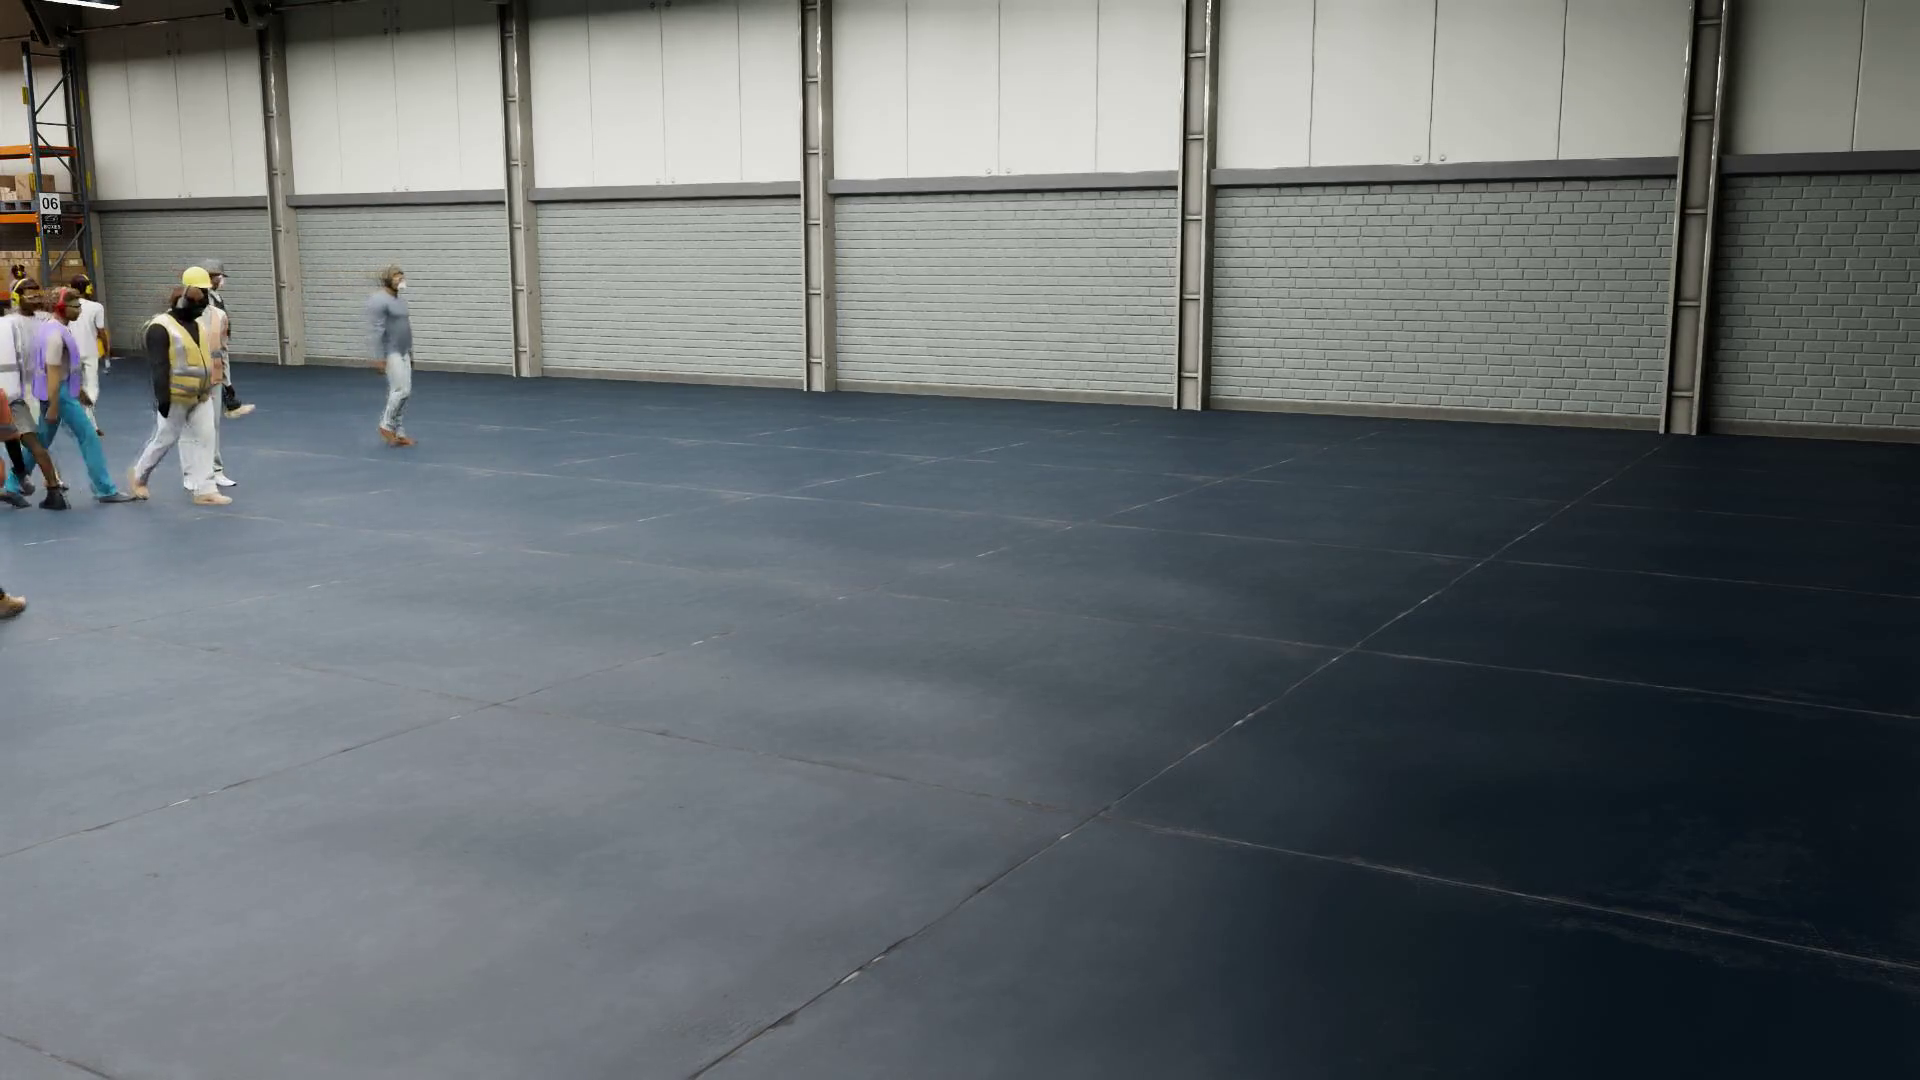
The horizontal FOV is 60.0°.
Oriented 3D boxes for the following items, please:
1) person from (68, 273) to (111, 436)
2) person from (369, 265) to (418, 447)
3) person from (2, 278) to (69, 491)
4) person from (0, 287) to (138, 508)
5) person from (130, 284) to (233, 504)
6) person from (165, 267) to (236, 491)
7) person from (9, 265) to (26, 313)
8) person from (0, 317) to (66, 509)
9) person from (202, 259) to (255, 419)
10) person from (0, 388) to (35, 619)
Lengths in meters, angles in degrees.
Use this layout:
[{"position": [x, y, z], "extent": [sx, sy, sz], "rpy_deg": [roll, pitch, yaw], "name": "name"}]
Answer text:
[{"position": [-9.693, -2.015, 18.346], "extent": [0.524, 1.846, 0.807], "rpy_deg": [-1, 10, -4], "name": "person"}, {"position": [-5.932, -1.926, 17.536], "extent": [0.435, 1.928, 0.652], "rpy_deg": [1, 10, 7], "name": "person"}, {"position": [-8.072, -1.353, 14.442], "extent": [0.760, 1.837, 0.573], "rpy_deg": [6, 11, 31], "name": "person"}, {"position": [-7.270, -1.138, 13.361], "extent": [0.994, 1.787, 0.581], "rpy_deg": [-7, 12, -36], "name": "person"}, {"position": [-6.413, -1.186, 13.591], "extent": [0.865, 1.804, 0.628], "rpy_deg": [3, 10, 16], "name": "person"}, {"position": [-6.595, -1.402, 14.476], "extent": [0.383, 1.928, 0.588], "rpy_deg": [6, 12, 33], "name": "person"}, {"position": [-17.902, -4.281, 31.623], "extent": [0.592, 1.866, 0.543], "rpy_deg": [9, 13, 43], "name": "person"}, {"position": [-7.681, -1.149, 13.218], "extent": [1.114, 1.856, 0.568], "rpy_deg": [3, 10, 18], "name": "person"}, {"position": [-9.335, -2.506, 20.614], "extent": [1.037, 2.000, 0.711], "rpy_deg": [-2, 10, -13], "name": "person"}, {"position": [-5.319, -0.309, 8.914], "extent": [0.527, 1.646, 0.903], "rpy_deg": [1, 10, 5], "name": "person"}]
